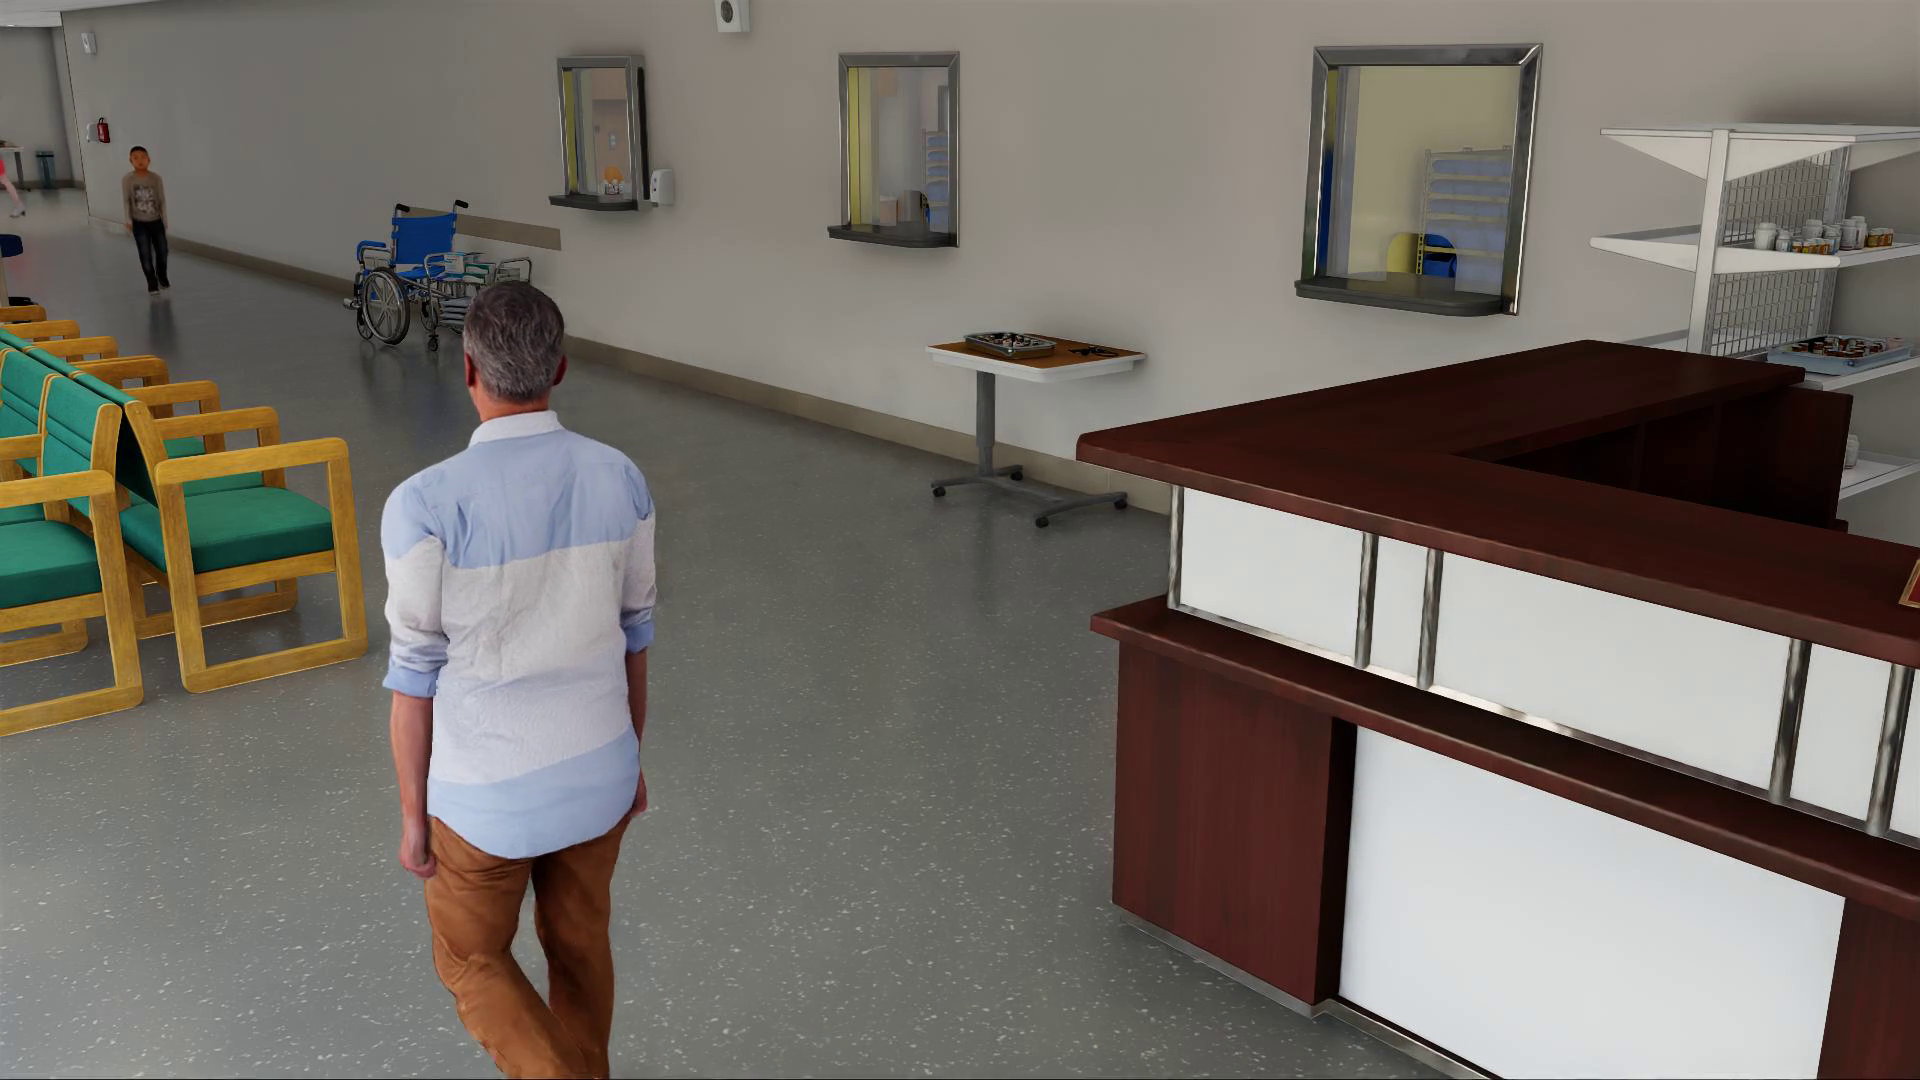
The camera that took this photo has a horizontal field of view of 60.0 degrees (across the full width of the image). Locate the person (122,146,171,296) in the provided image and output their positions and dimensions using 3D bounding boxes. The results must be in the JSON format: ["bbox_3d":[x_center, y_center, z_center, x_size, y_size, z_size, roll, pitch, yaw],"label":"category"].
[{"bbox_3d":[-8.168,-3.197,16.686,0.617,1.454,0.650,-10,19,-32],"label":"person"}]

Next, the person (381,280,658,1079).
[{"bbox_3d":[-0.763,0.453,3.084,0.804,1.809,0.737,-13,20,-39],"label":"person"}]
